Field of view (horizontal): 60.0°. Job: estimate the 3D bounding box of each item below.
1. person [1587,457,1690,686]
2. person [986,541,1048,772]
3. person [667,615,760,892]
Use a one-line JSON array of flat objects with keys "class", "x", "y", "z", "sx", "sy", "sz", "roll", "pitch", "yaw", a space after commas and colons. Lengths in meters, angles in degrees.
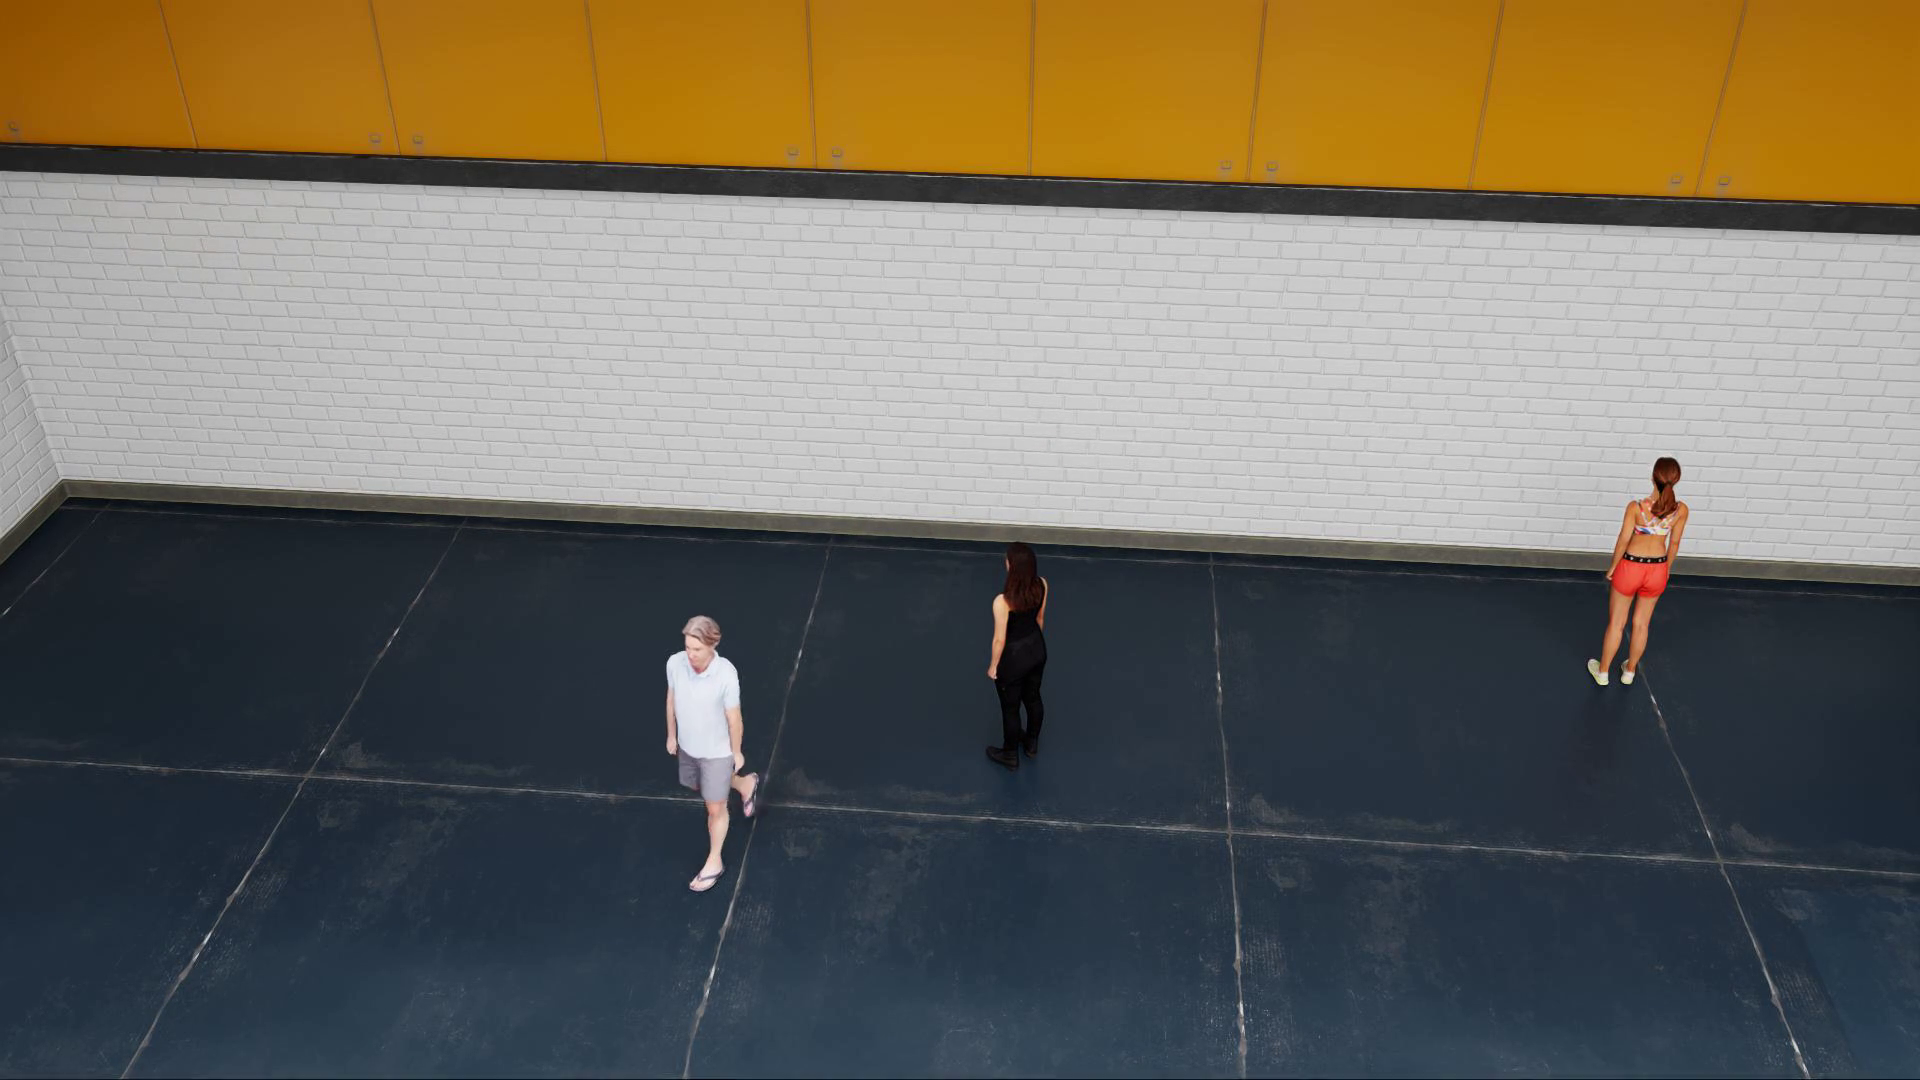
[{"class": "person", "x": 4.613, "y": 0.225, "z": 11.272, "sx": 0.556, "sy": 1.792, "sz": 0.554, "roll": 3, "pitch": 34, "yaw": 4}, {"class": "person", "x": 0.378, "y": 0.739, "z": 10.592, "sx": 0.669, "sy": 1.688, "sz": 0.730, "roll": -25, "pitch": 41, "yaw": -33}, {"class": "person", "x": -1.446, "y": 1.166, "z": 9.839, "sx": 0.942, "sy": 1.810, "sz": 1.166, "roll": 17, "pitch": 37, "yaw": 23}]
